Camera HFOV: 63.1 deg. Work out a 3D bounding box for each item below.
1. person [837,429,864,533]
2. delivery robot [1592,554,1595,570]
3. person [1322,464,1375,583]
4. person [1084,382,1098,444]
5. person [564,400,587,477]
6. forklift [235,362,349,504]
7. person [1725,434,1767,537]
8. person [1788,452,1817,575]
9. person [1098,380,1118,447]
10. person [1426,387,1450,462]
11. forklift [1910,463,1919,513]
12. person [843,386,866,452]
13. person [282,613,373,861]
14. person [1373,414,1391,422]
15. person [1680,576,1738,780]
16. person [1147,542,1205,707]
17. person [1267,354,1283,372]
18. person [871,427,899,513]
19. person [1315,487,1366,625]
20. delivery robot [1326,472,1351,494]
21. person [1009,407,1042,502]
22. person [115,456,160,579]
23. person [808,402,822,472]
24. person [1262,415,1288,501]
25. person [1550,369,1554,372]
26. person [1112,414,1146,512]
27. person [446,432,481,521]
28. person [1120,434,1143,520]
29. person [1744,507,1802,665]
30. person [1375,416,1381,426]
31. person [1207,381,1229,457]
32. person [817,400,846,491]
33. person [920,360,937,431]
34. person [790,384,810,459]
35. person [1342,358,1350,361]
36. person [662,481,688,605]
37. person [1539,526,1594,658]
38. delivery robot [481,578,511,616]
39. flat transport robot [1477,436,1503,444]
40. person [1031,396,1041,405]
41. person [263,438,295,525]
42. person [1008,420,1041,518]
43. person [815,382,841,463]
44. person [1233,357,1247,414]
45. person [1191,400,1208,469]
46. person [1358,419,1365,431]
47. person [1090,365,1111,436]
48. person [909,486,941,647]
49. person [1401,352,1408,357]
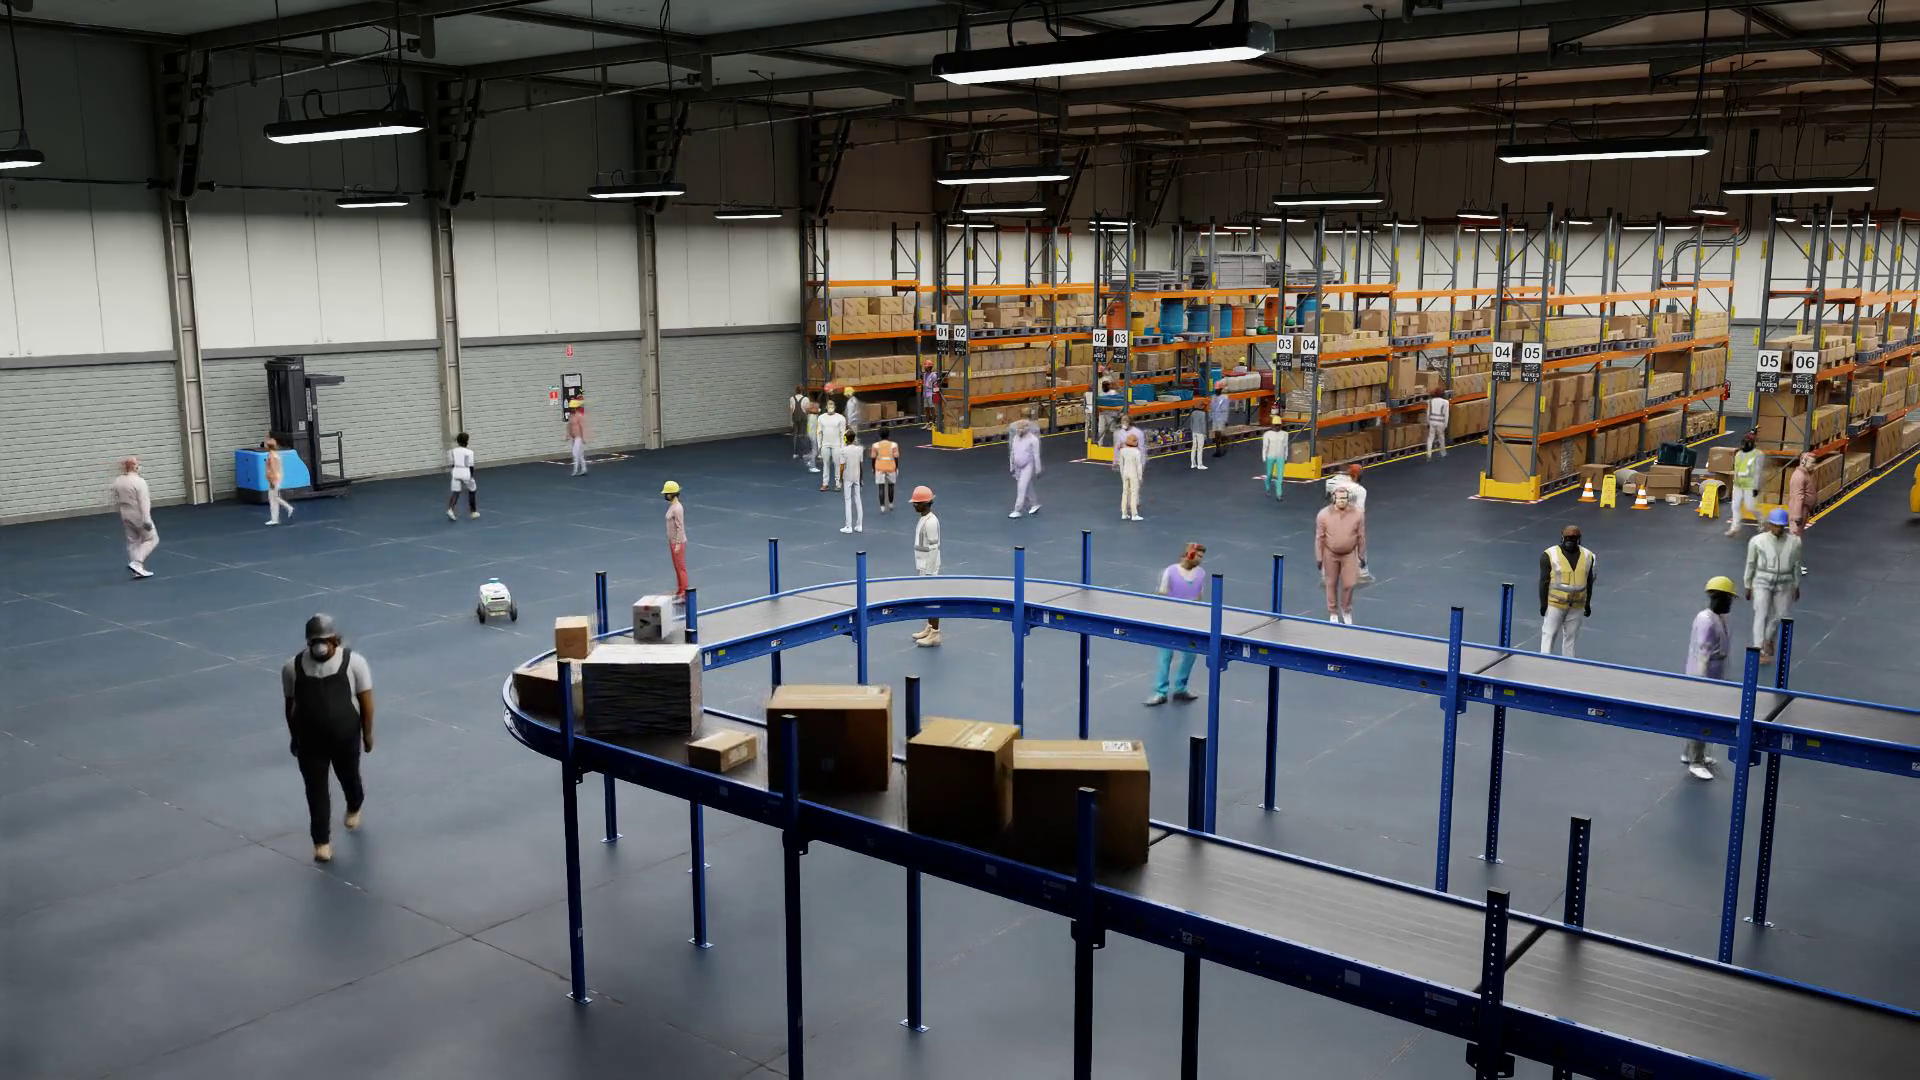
[{"bbox_3d":[-1.970,-1.069,28.213,0.517,1.874,0.327,-6,12,-32],"label":"person"},{"bbox_3d":[9.364,0.337,23.861,0.707,0.478,0.477,-7,12,-36],"label":"delivery robot"},{"bbox_3d":[5.874,-0.236,23.632,0.965,1.843,0.591,-6,12,-30],"label":"person"},{"bbox_3d":[3.540,-3.417,42.083,0.513,1.641,0.307,9,13,40],"label":"person"},{"bbox_3d":[-8.786,-2.306,35.525,0.544,1.740,0.711,10,14,44],"label":"person"},{"bbox_3d":[-13.803,-2.244,32.110,1.129,2.768,1.873,8,13,37],"label":"forklift"},{"bbox_3d":[14.013,-0.970,27.779,0.666,1.828,0.631,-4,11,-19],"label":"person"},{"bbox_3d":[13.201,-0.429,24.532,0.399,1.902,0.642,6,12,31],"label":"person"},{"bbox_3d":[3.852,-3.270,40.787,0.620,1.818,0.864,6,12,30],"label":"person"},{"bbox_3d":[11.683,-2.832,38.261,0.591,1.831,1.009,8,13,39],"label":"person"},{"bbox_3d":[19.034,-1.348,28.998,2.313,2.155,1.214,8,13,37],"label":"forklift"},{"bbox_3d":[-2.626,-2.906,38.769,0.574,1.800,0.620,2,10,11],"label":"person"},{"bbox_3d":[-5.251,1.563,13.045,0.686,2.000,0.923,-3,10,-16],"label":"person"},{"bbox_3d":[12.902,-4.540,47.523,0.616,1.955,0.955,7,12,34],"label":"person"},{"bbox_3d":[7.083,1.295,14.857,0.382,1.893,0.677,7,12,35],"label":"person"},{"bbox_3d":[2.360,0.917,17.256,0.746,1.805,0.382,-5,11,-24],"label":"person"},{"bbox_3d":[10.667,-5.411,52.928,0.600,1.788,0.959,2,10,11],"label":"person"},{"bbox_3d":[-1.466,-1.385,30.584,0.550,1.646,0.860,0,10,-2],"label":"person"},{"bbox_3d":[5.076,0.233,20.842,0.685,1.879,0.722,1,10,8],"label":"person"},{"bbox_3d":[7.879,-1.171,32.352,0.477,0.478,0.707,9,14,43],"label":"delivery robot"},{"bbox_3d":[1.371,-1.780,32.114,0.647,1.904,0.859,3,10,15],"label":"person"},{"bbox_3d":[-12.625,-0.340,24.038,0.674,1.892,0.425,5,11,28],"label":"person"},{"bbox_3d":[-3.353,-2.391,36.361,0.366,1.618,0.528,1,10,6],"label":"person"},{"bbox_3d":[6.490,-1.722,32.283,0.534,1.732,0.848,0,10,0],"label":"person"},{"bbox_3d":[19.509,-5.258,51.732,0.568,1.890,0.524,-6,12,-30],"label":"person"},{"bbox_3d":[3.239,-1.493,30.497,0.829,1.902,0.652,-8,13,-38],"label":"person"},{"bbox_3d":[-9.403,-1.192,29.480,0.528,1.667,0.801,3,10,15],"label":"person"},{"bbox_3d":[3.242,-1.193,29.580,0.279,1.634,0.497,-10,14,-44],"label":"person"},{"bbox_3d":[9.830,0.543,18.944,0.647,1.938,0.547,2,10,10],"label":"person"},{"bbox_3d":[12.276,-4.069,45.843,0.524,1.609,0.797,6,12,30],"label":"person"},{"bbox_3d":[6.442,-3.020,39.073,0.433,1.922,0.566,-7,12,-35],"label":"person"},{"bbox_3d":[-2.744,-2.012,33.331,0.636,1.938,0.362,2,10,10],"label":"person"},{"bbox_3d":[-0.907,-4.178,45.231,0.377,2.044,0.608,-7,12,-36],"label":"person"},{"bbox_3d":[-3.970,-2.947,38.884,0.505,1.841,0.331,2,10,9],"label":"person"},{"bbox_3d":[13.553,-5.751,54.581,0.512,1.868,0.328,6,12,32],"label":"person"},{"bbox_3d":[-4.068,0.032,22.318,0.326,1.765,0.530,-3,11,-18],"label":"person"},{"bbox_3d":[7.027,0.738,18.138,0.624,1.841,0.430,0,10,-2],"label":"person"},{"bbox_3d":[-6.375,0.764,21.458,0.477,0.478,0.707,-4,11,-21],"label":"delivery robot"},{"bbox_3d":[14.575,-2.723,42.148,0.652,0.197,1.431,9,14,43],"label":"flat transport robot"},{"bbox_3d":[2.431,-4.898,49.593,0.552,1.931,0.366,7,12,35],"label":"person"},{"bbox_3d":[-12.696,-1.096,29.043,0.452,1.623,0.535,-3,11,-17],"label":"person"},{"bbox_3d":[1.256,-1.385,30.070,0.998,1.857,0.650,-9,13,-41],"label":"person"},{"bbox_3d":[-3.199,-2.857,38.054,0.938,1.952,0.632,1,10,6],"label":"person"},{"bbox_3d":[9.046,-4.956,50.202,0.591,1.833,0.403,4,11,24],"label":"person"},{"bbox_3d":[5.638,-2.492,36.892,0.283,1.633,0.497,-6,12,-32],"label":"person"},{"bbox_3d":[11.180,-3.862,43.726,0.651,1.938,0.779,7,12,35],"label":"person"},{"bbox_3d":[3.932,-3.917,43.894,0.622,1.992,0.396,8,13,37],"label":"person"},{"bbox_3d":[-0.446,0.324,19.895,0.392,2.039,0.612,-1,10,-8],"label":"person"},{"bbox_3d":[15.242,-5.551,53.501,1.041,1.869,0.611,1,10,7],"label":"person"}]
